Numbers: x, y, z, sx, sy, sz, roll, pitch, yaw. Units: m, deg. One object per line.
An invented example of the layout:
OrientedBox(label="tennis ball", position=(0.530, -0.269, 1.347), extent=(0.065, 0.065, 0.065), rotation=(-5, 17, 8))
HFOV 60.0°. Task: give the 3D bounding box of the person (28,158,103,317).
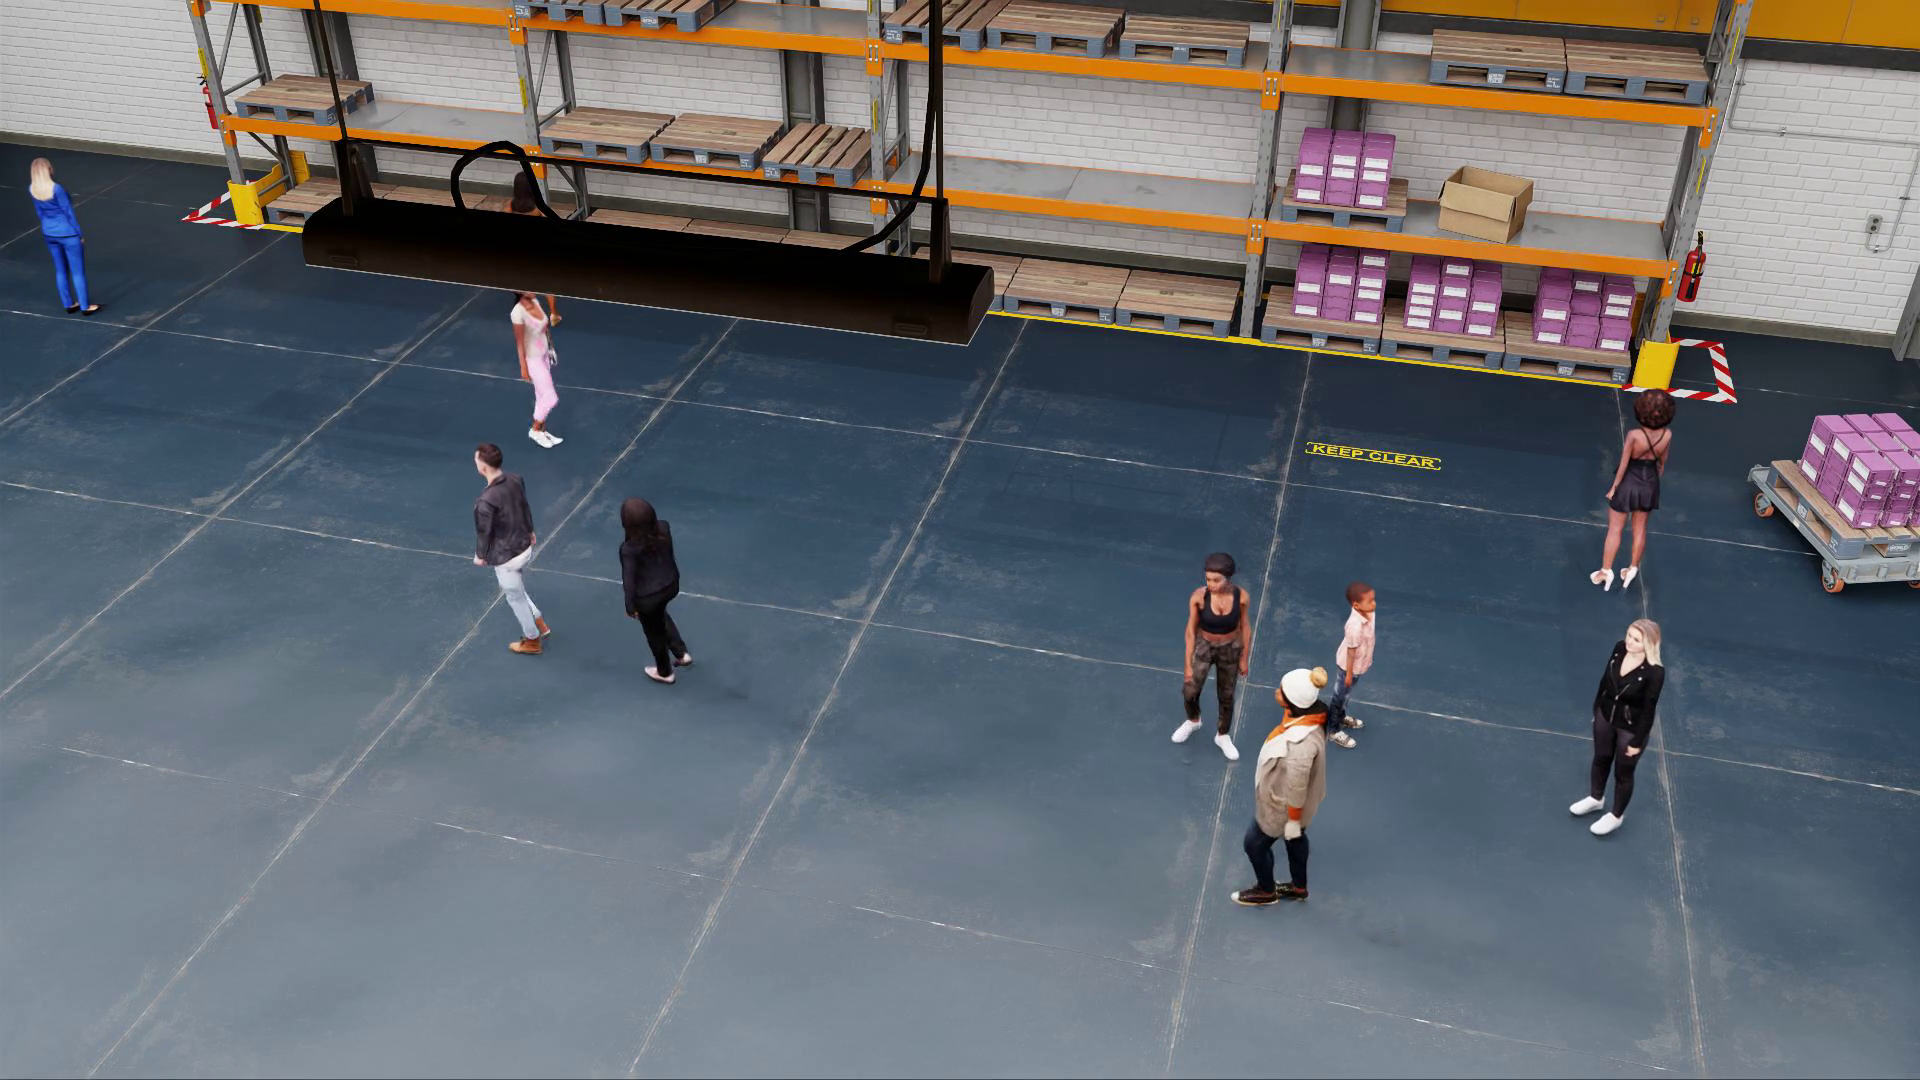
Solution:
OrientedBox(label="person", position=(-9.457, -3.181, 17.496), extent=(0.498, 1.694, 0.657), rotation=(9, 35, 13))

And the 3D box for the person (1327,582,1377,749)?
OrientedBox(label="person", position=(2.774, 0.849, 11.782), extent=(0.530, 1.307, 0.537), rotation=(15, 37, 22))

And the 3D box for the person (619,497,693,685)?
OrientedBox(label="person", position=(-2.178, 0.398, 12.196), extent=(0.766, 1.600, 0.743), rotation=(18, 38, 25))

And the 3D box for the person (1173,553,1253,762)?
OrientedBox(label="person", position=(1.761, 0.785, 11.534), extent=(0.582, 1.689, 0.739), rotation=(-5, 34, -7))

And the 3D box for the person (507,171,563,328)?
OrientedBox(label="person", position=(-4.425, -3.004, 17.235), extent=(0.548, 1.689, 0.690), rotation=(-2, 34, -3))

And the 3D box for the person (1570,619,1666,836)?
OrientedBox(label="person", position=(4.364, 1.204, 10.910), extent=(0.743, 1.682, 0.689), rotation=(-17, 37, -23))

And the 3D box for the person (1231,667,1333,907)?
OrientedBox(label="person", position=(2.128, 1.554, 10.208), extent=(0.712, 1.876, 0.732), rotation=(11, 35, 16))

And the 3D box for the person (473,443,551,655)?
OrientedBox(label="person", position=(-3.291, 0.110, 12.430), extent=(0.605, 1.821, 0.649), rotation=(8, 34, 12))

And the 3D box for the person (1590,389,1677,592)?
OrientedBox(label="person", position=(5.363, -0.389, 13.210), extent=(0.588, 1.788, 0.702), rotation=(-4, 34, -6))

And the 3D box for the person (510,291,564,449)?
OrientedBox(label="person", position=(-3.941, -1.638, 15.140), extent=(0.603, 1.733, 0.593), rotation=(6, 34, 9))
